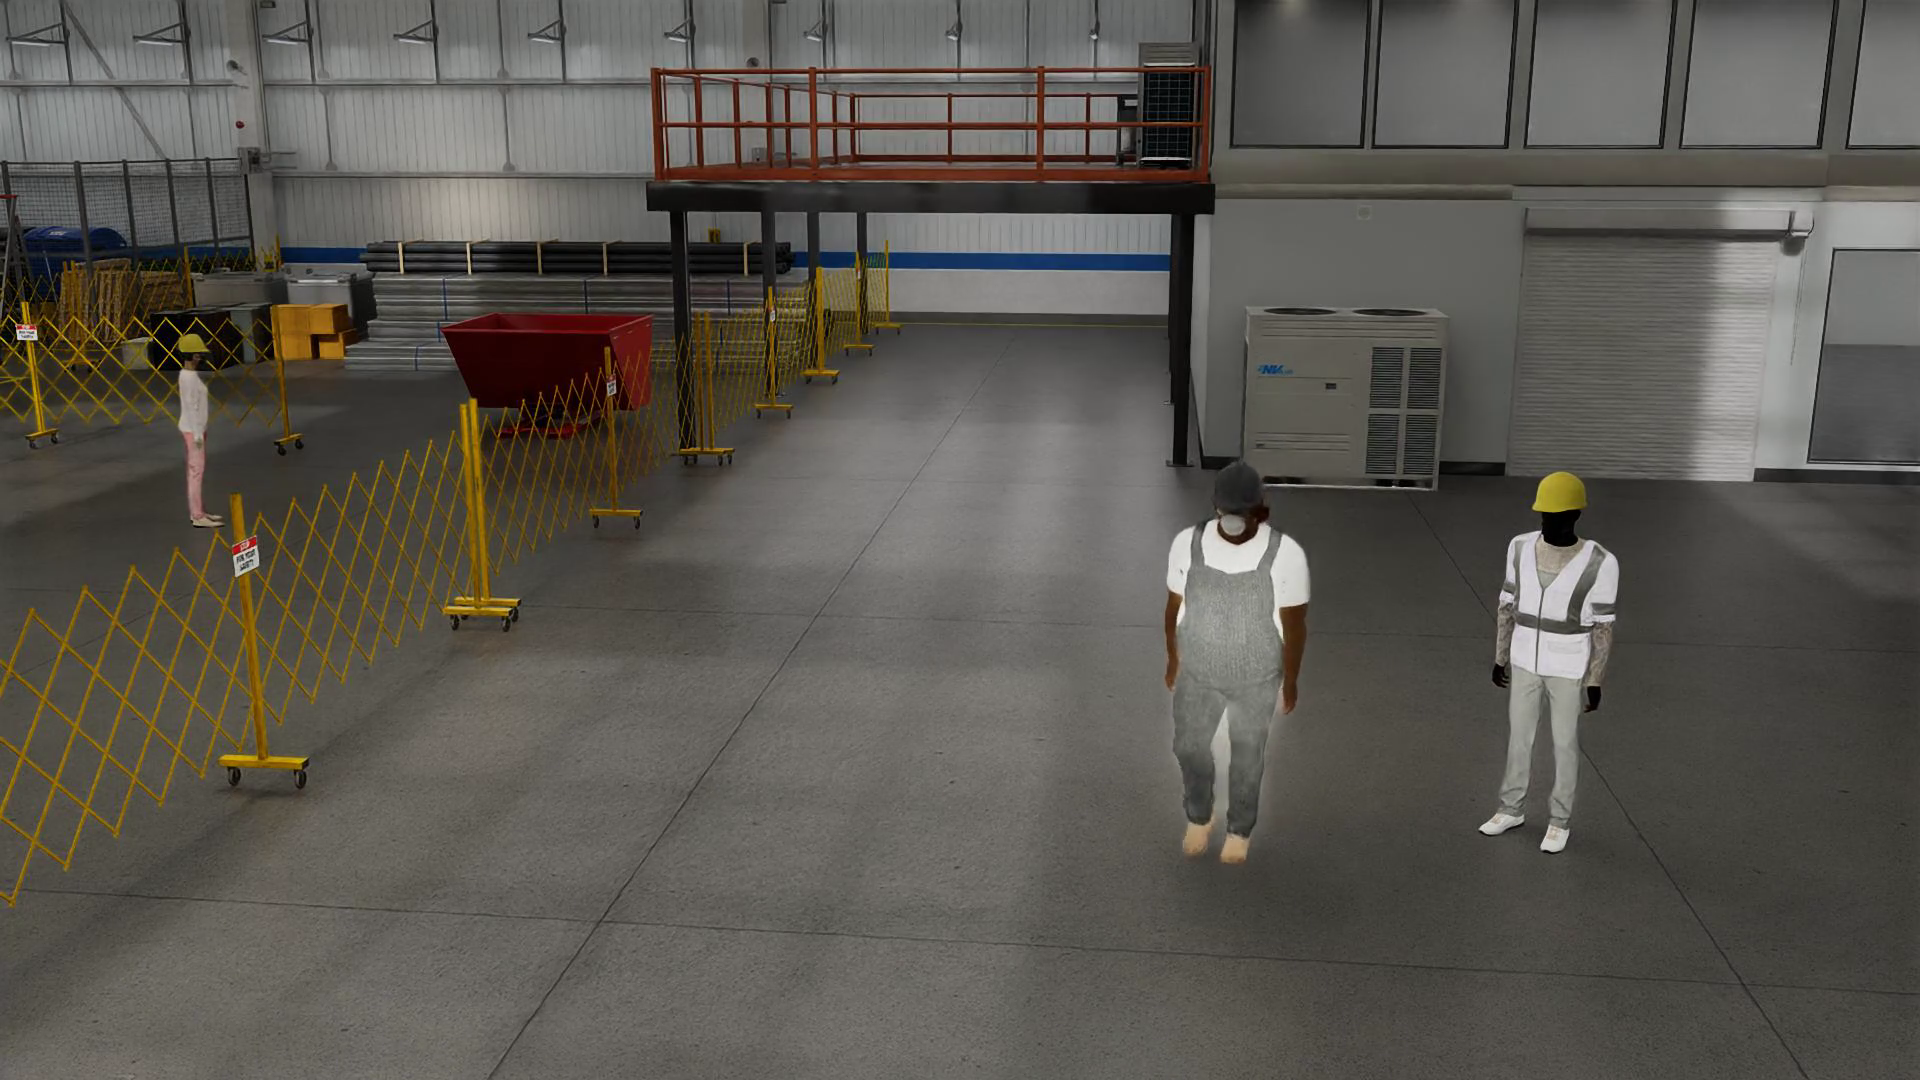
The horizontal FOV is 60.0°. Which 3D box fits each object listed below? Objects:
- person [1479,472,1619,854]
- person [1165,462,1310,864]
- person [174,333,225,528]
[{"bbox_3d":[2.939,0.605,8.303,0.585,1.928,0.369,13,19,43],"label":"person"},{"bbox_3d":[1.322,0.600,8.087,0.709,2.000,0.535,4,14,16],"label":"person"},{"bbox_3d":[-6.963,-1.002,15.203,0.328,1.769,0.526,-6,15,-24],"label":"person"}]
